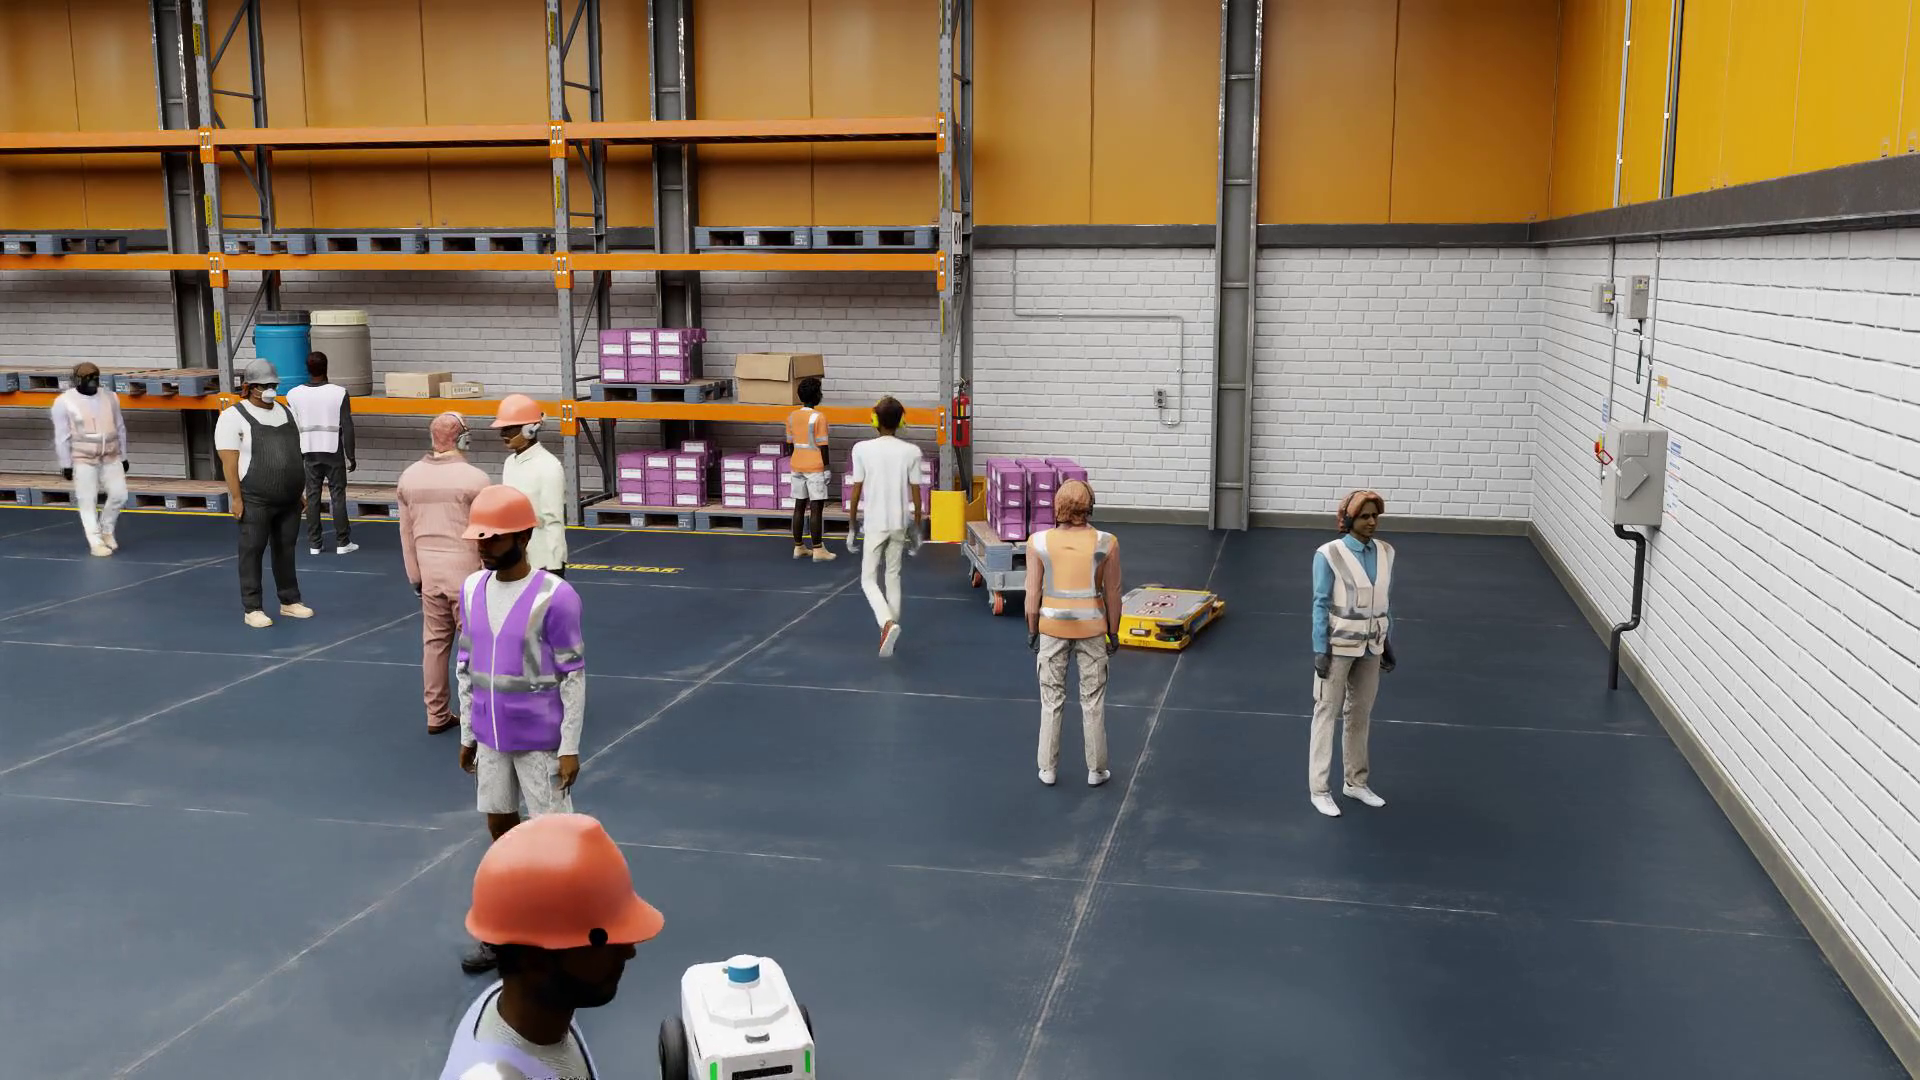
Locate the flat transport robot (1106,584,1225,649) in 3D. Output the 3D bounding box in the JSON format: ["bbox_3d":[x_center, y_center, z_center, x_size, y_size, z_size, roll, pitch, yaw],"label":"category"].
[{"bbox_3d":[1.500,0.558,12.432,0.652,0.197,1.431,4,10,21],"label":"flat transport robot"}]

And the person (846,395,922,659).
[{"bbox_3d":[-0.509,-0.074,11.516,0.533,1.850,0.635,-3,10,-17],"label":"person"}]

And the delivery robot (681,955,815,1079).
[{"bbox_3d":[-0.684,1.570,5.302,0.477,0.478,0.707,-3,10,-15],"label":"delivery robot"}]

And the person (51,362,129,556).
[{"bbox_3d":[-8.112,-0.753,15.584,0.446,1.830,0.655,7,12,37],"label":"person"}]

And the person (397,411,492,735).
[{"bbox_3d":[-2.922,0.204,9.694,0.654,1.905,0.408,4,10,21],"label":"person"}]

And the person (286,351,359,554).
[{"bbox_3d":[-6.008,-0.817,15.695,0.593,1.922,0.391,-1,10,-3],"label":"person"}]

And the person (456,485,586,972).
[{"bbox_3d":[-1.710,0.746,6.394,0.553,1.935,0.362,4,10,22],"label":"person"}]

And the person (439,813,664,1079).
[{"bbox_3d":[-0.614,1.376,2.782,0.929,1.891,0.573,-1,10,-6],"label":"person"}]

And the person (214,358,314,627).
[{"bbox_3d":[-5.257,-0.372,12.710,0.538,2.000,0.684,5,11,29],"label":"person"}]

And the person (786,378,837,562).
[{"bbox_3d":[-1.380,-0.649,15.362,0.533,1.697,0.319,9,13,43],"label":"person"}]

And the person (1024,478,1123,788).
[{"bbox_3d":[0.595,0.496,8.751,0.517,1.641,0.308,1,10,7],"label":"person"}]

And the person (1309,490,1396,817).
[{"bbox_3d":[1.975,0.559,8.377,0.513,1.642,0.311,-5,11,-29],"label":"person"}]

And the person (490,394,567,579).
[{"bbox_3d":[-2.579,0.116,9.997,0.625,1.982,0.405,9,13,44],"label":"person"}]
